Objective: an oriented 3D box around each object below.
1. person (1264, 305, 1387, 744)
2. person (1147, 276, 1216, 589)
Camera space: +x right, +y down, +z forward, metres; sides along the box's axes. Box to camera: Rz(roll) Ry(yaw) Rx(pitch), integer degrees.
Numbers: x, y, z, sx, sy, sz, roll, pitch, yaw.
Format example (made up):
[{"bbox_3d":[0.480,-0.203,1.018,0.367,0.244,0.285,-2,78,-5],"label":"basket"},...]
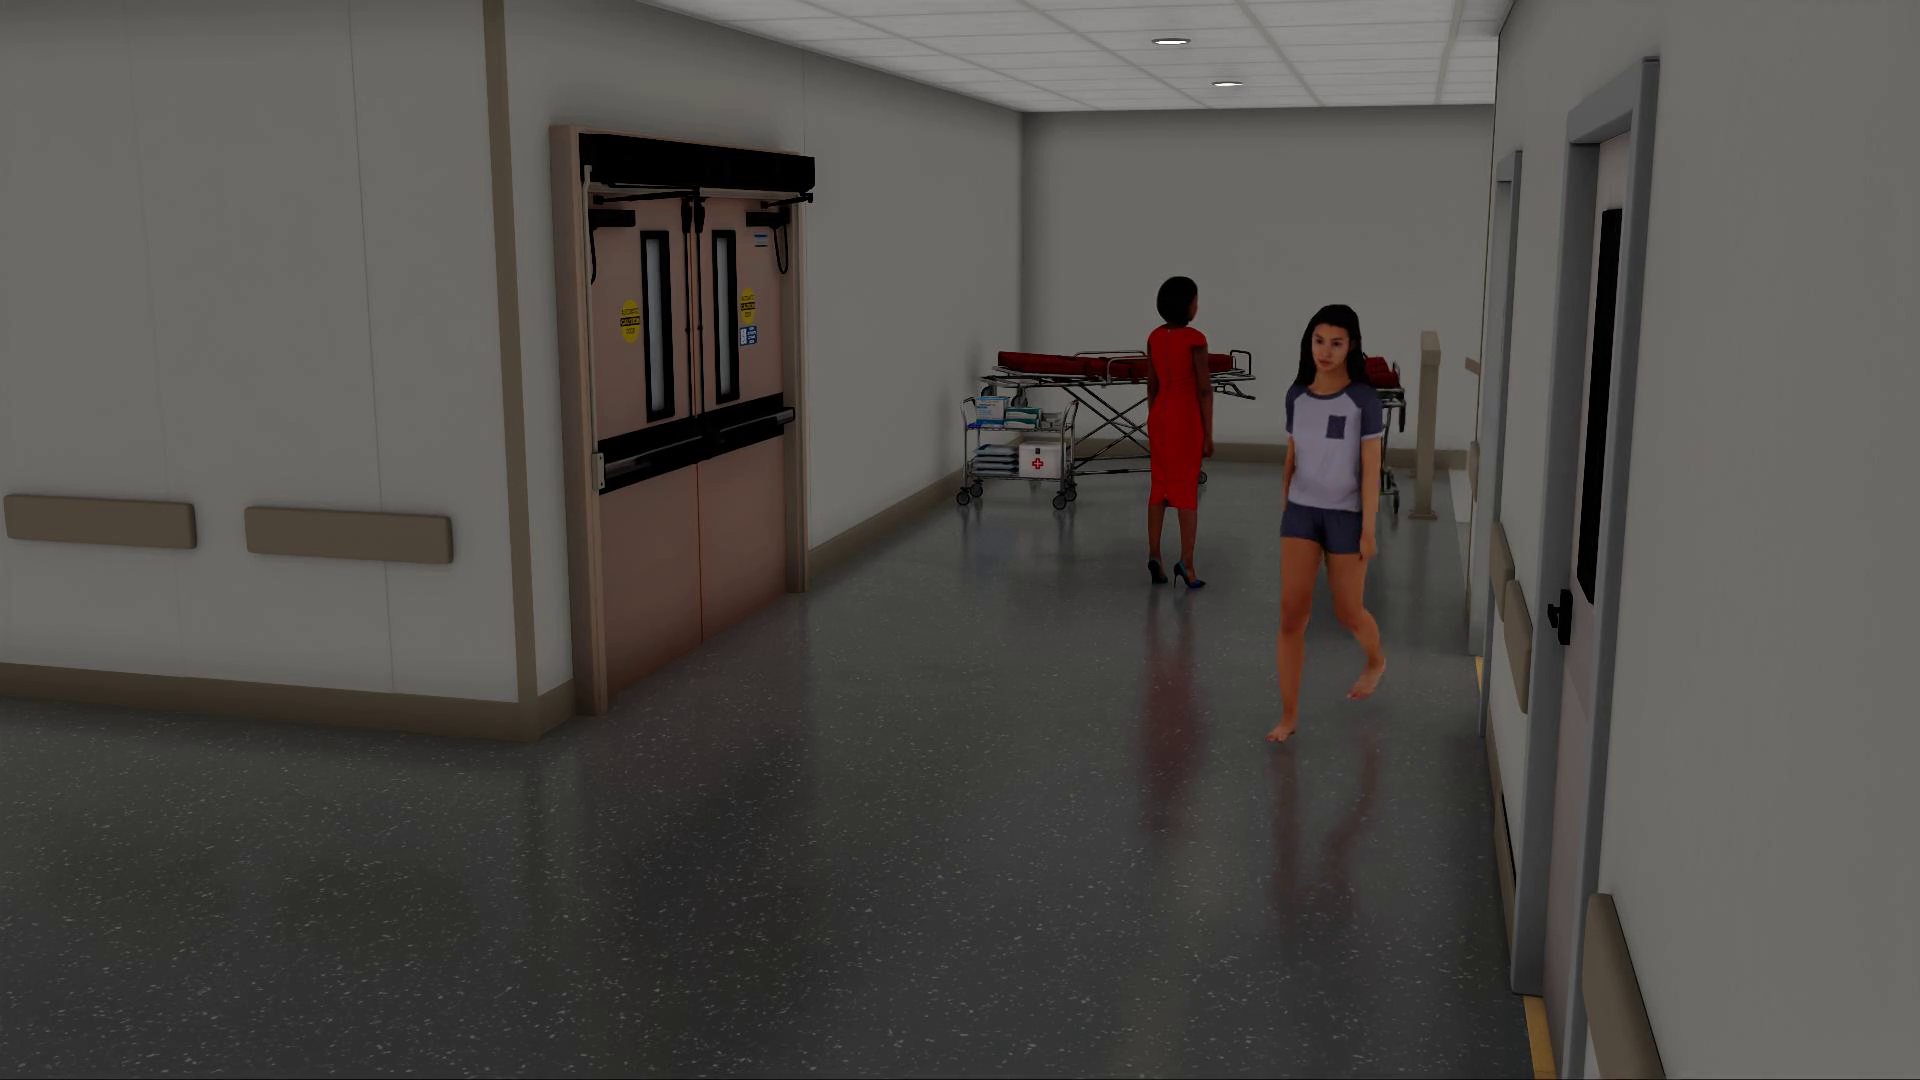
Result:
[{"bbox_3d":[1.521,-0.060,6.639,0.872,1.696,1.154,8,13,37],"label":"person"},{"bbox_3d":[1.218,-0.607,9.384,0.644,1.747,0.646,10,15,42],"label":"person"}]
